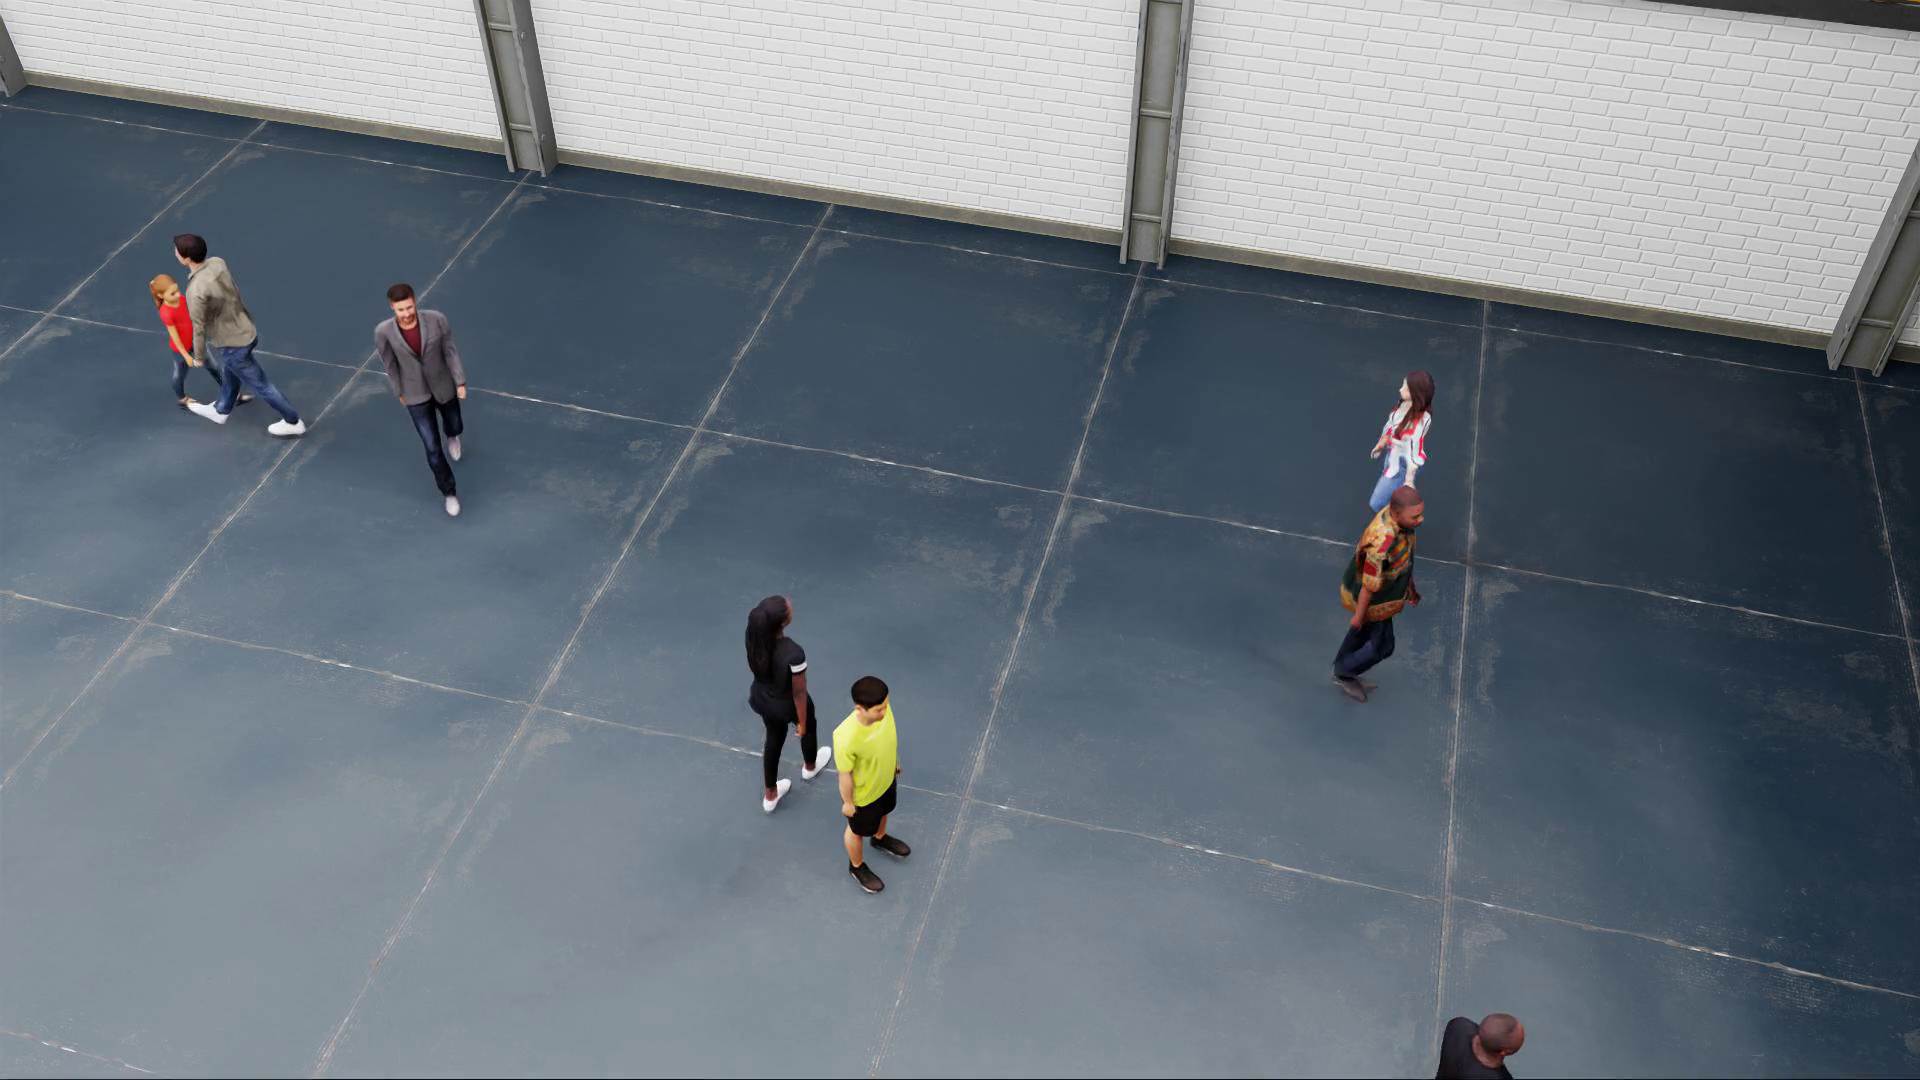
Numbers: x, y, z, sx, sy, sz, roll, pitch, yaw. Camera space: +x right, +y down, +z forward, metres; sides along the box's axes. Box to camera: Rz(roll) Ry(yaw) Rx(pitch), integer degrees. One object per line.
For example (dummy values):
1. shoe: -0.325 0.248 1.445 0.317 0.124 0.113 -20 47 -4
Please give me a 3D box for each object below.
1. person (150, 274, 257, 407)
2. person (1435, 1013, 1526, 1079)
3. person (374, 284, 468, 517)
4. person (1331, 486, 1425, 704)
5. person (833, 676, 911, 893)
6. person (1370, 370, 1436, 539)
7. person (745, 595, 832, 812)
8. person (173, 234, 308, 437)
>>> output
1. person: -6.116 -1.525 13.001 0.887 1.275 0.529 8 44 8
2. person: 2.337 2.834 8.058 1.280 1.782 1.077 -12 45 -12
3. person: -3.895 -1.137 12.182 1.201 1.843 1.214 -18 47 -18
4. person: 2.599 0.307 10.704 0.780 1.791 0.745 20 47 19
5. person: -0.543 1.374 9.646 0.629 1.706 0.680 23 48 22
6. person: 3.206 -0.541 11.732 0.671 1.600 0.663 4 44 4
7. person: -1.119 1.026 10.006 0.873 1.714 0.827 24 48 23
8. person: -5.403 -1.492 12.572 1.225 1.819 0.905 2 44 2
